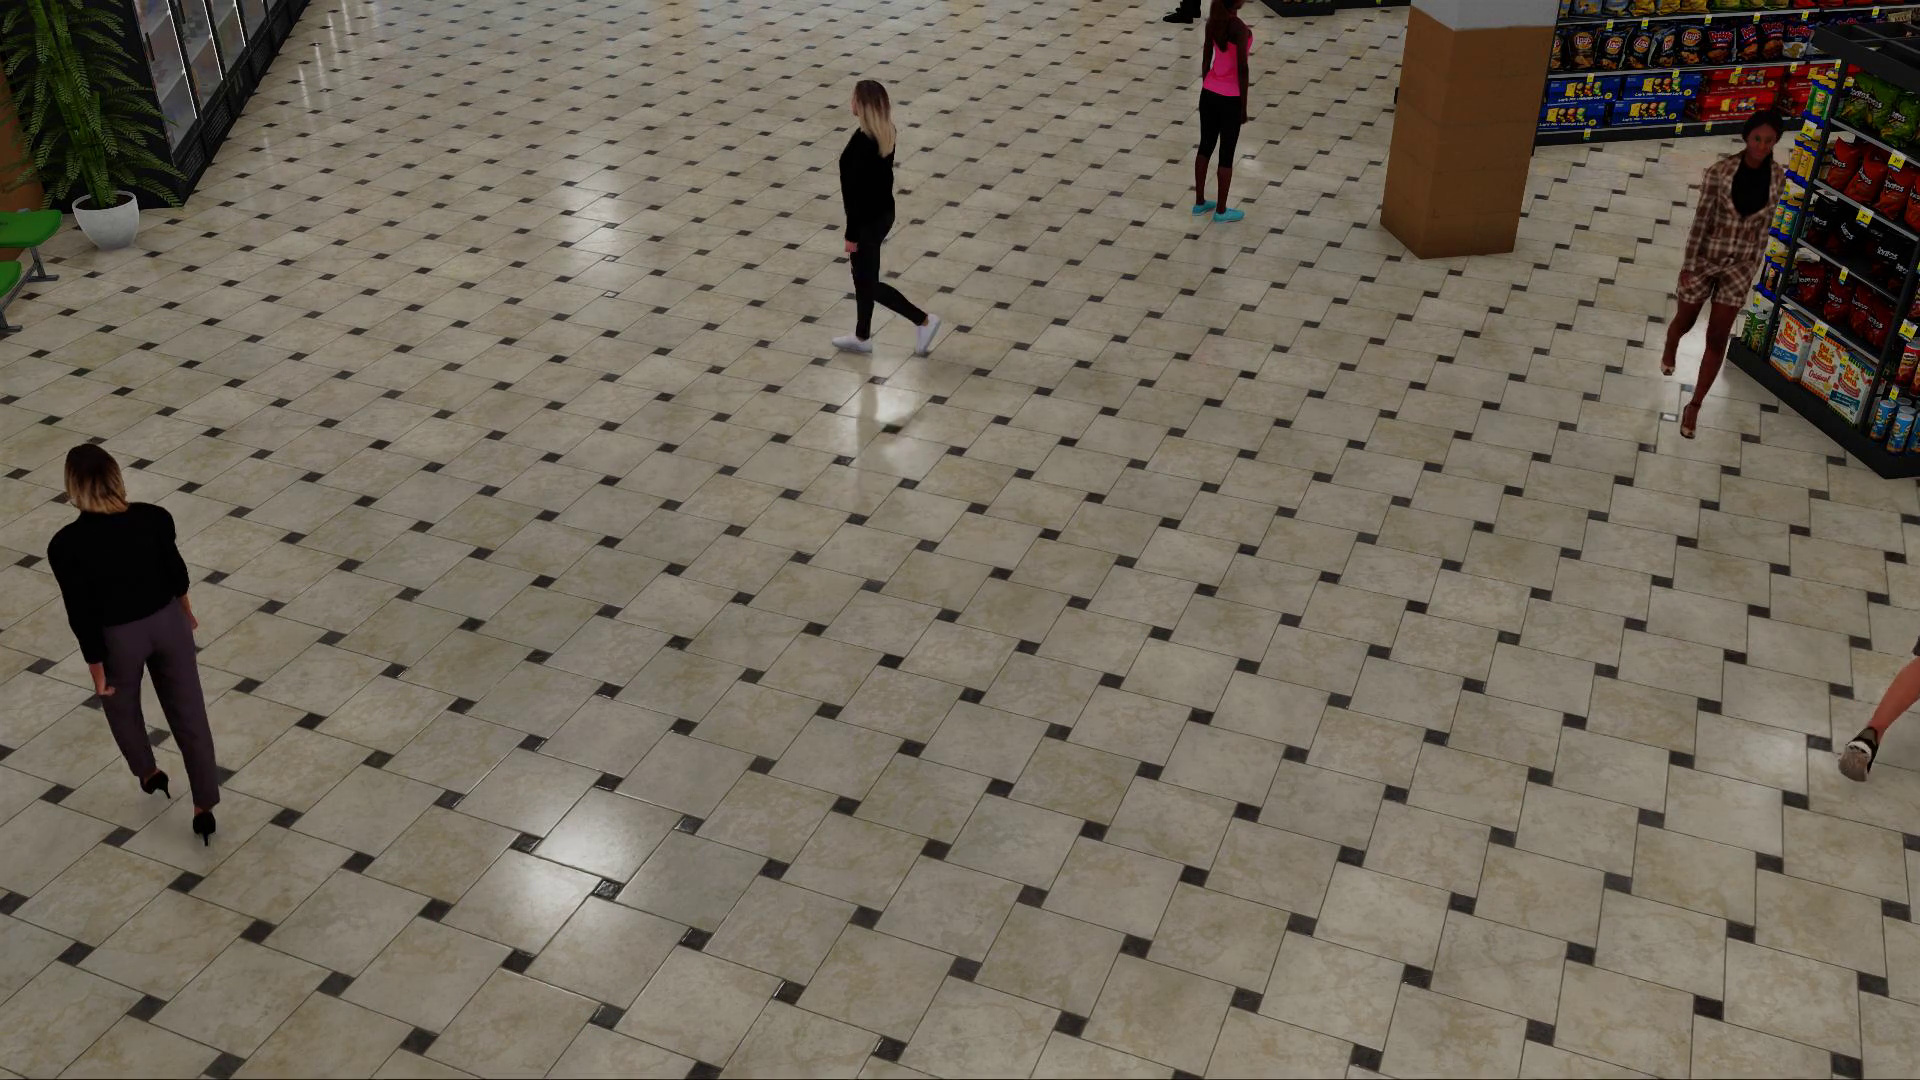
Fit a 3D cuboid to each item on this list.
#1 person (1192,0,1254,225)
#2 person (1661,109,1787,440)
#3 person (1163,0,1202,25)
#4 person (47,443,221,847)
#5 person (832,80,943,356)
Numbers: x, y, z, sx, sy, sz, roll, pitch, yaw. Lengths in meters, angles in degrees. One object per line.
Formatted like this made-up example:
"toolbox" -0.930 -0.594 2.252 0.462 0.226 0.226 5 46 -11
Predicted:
"person" 1.838 -3.100 11.690 0.678 1.726 0.644 -22 38 -31
"person" 4.098 -1.447 9.079 1.092 1.677 0.934 8 33 12
"person" 2.262 -6.062 16.283 0.799 1.903 0.771 16 35 24
"person" -2.942 0.442 6.069 0.867 1.650 0.892 -26 40 -35
"person" -0.439 -1.808 9.670 1.055 1.666 0.882 10 33 15
